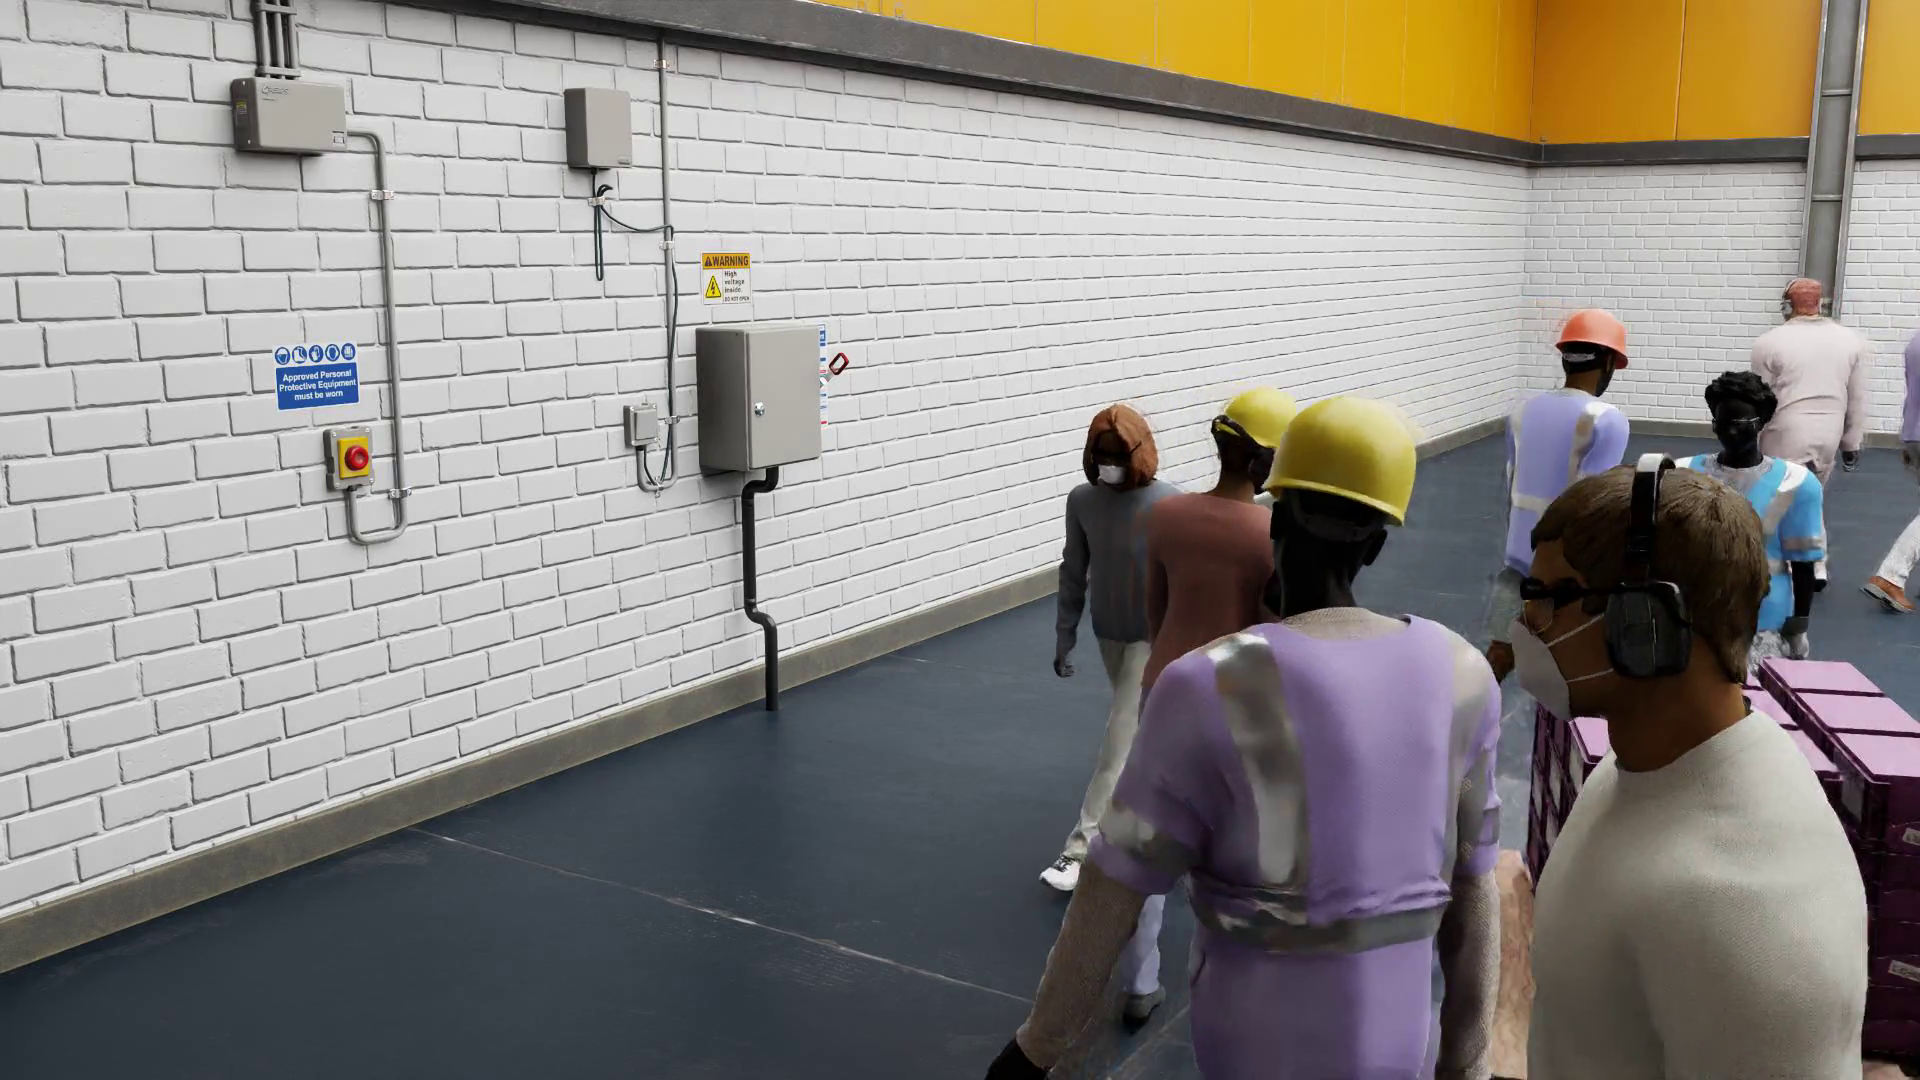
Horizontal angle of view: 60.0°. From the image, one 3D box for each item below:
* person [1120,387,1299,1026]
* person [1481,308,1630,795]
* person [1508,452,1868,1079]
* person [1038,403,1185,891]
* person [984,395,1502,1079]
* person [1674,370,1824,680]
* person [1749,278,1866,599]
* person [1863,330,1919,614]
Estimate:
[{"bbox_3d":[0.737,0.430,4.612,0.542,1.698,0.934,7,12,34],"label":"person"},{"bbox_3d":[2.226,0.080,6.169,1.089,1.852,0.569,-6,12,-28],"label":"person"},{"bbox_3d":[0.820,0.849,1.778,0.988,1.898,0.644,4,11,21],"label":"person"},{"bbox_3d":[0.550,0.340,5.434,0.848,1.578,0.513,-9,14,-42],"label":"person"},{"bbox_3d":[0.437,0.725,2.517,0.700,1.862,0.980,-6,12,-32],"label":"person"},{"bbox_3d":[2.578,0.266,5.591,0.545,1.680,0.567,8,13,39],"label":"person"},{"bbox_3d":[4.883,-0.576,9.706,0.645,1.885,0.461,-1,10,-6],"label":"person"},{"bbox_3d":[5.519,-0.537,9.454,0.818,1.918,0.669,-1,10,-4],"label":"person"}]
